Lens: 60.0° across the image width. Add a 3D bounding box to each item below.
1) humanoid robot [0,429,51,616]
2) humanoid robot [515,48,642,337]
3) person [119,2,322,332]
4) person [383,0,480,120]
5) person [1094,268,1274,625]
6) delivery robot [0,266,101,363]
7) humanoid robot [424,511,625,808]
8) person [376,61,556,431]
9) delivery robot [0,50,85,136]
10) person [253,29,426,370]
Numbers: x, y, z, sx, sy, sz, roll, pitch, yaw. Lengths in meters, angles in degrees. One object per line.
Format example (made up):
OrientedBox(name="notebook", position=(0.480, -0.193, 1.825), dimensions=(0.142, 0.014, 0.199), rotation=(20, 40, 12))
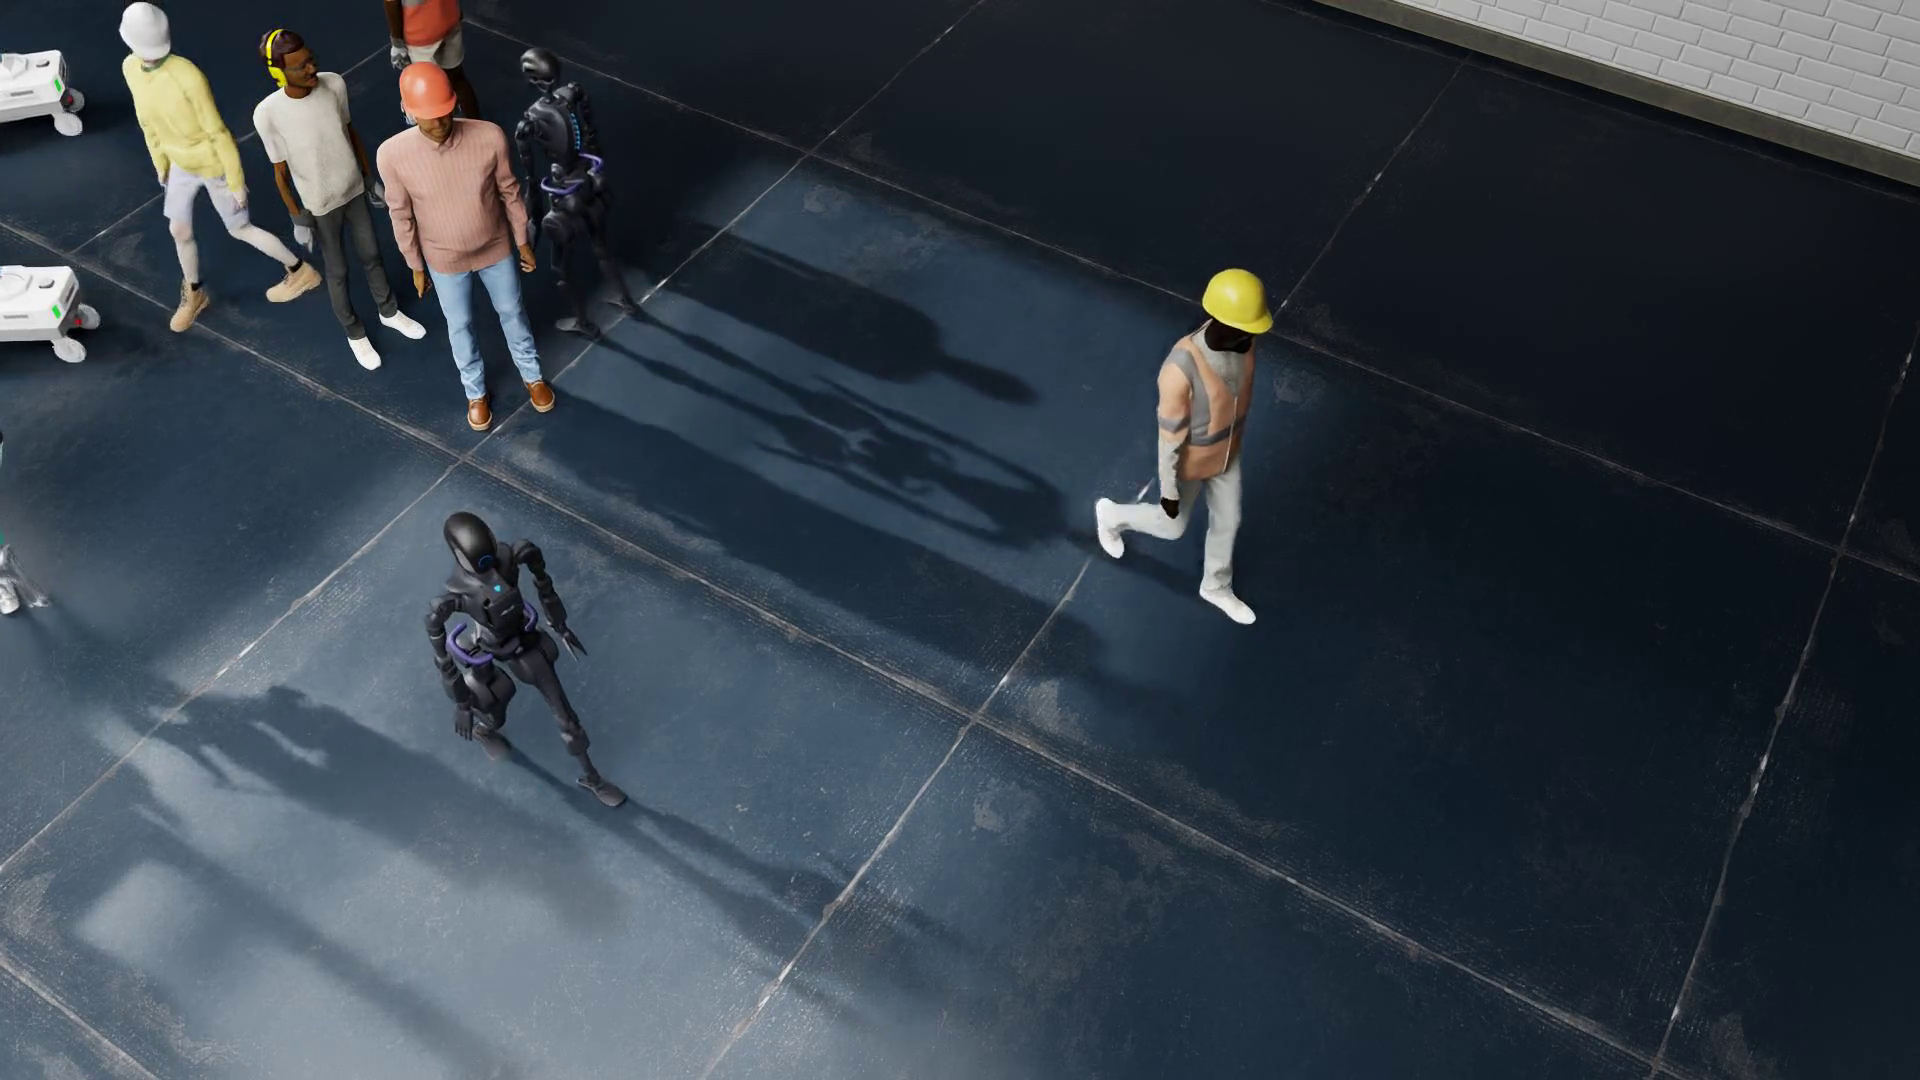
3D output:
OrientedBox(name="humanoid robot", position=(-4.363, -0.287, 7.096), dimensions=(0.532, 1.764, 0.790), rotation=(-16, 51, -14))
OrientedBox(name="humanoid robot", position=(-1.971, -1.723, 8.382), dimensions=(0.340, 1.649, 0.593), rotation=(22, 52, 18))
OrientedBox(name="person", position=(-3.892, -1.893, 8.432), dimensions=(0.547, 1.834, 0.672), rotation=(20, 52, 16))
OrientedBox(name="person", position=(-2.973, -2.895, 9.233), dimensions=(0.390, 1.949, 0.624), rotation=(16, 51, 13))
OrientedBox(name="person", position=(0.999, -0.426, 7.108), dimensions=(0.590, 1.896, 0.797), rotation=(-33, 57, -26))
OrientedBox(name="delivery robot", position=(-4.984, -1.205, 8.680), dimensions=(0.781, 0.595, 0.499), rotation=(-2, 49, -2))
OrientedBox(name="humanoid robot", position=(-1.780, 0.456, 6.519), dimensions=(0.802, 1.623, 0.610), rotation=(33, 57, 26))
OrientedBox(name="person", position=(-2.324, -1.375, 7.872), dimensions=(0.611, 1.997, 0.375), rotation=(-18, 51, -15))
OrientedBox(name="delivery robot", position=(-5.712, -2.679, 9.951), dimensions=(0.756, 0.571, 0.499), rotation=(-13, 50, -11))
OrientedBox(name="person", position=(-3.076, -1.680, 8.217), dimensions=(0.320, 1.876, 0.528), rotation=(31, 56, 24))
